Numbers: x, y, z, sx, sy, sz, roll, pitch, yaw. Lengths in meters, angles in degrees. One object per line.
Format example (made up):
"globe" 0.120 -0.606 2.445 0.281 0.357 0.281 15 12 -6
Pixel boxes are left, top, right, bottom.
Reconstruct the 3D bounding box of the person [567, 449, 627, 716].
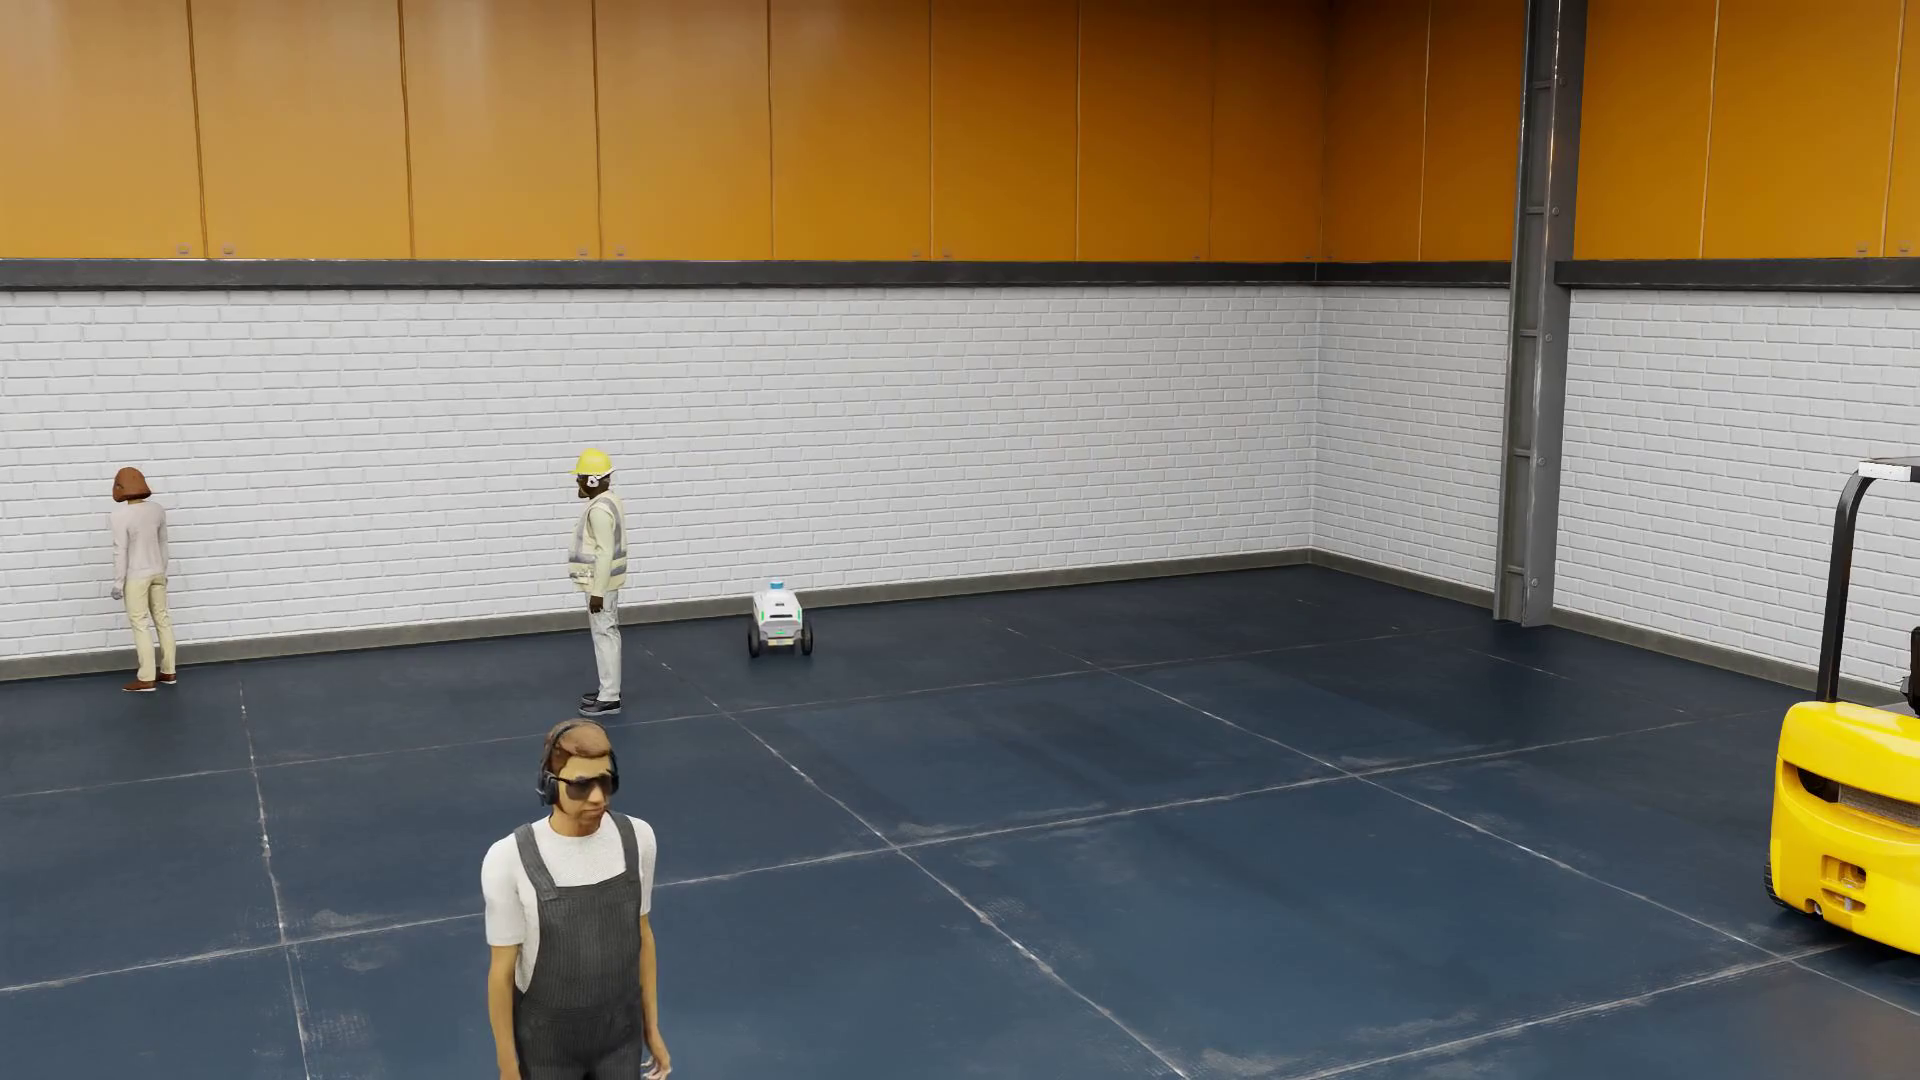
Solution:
"person" -2.490 0.284 11.446 0.404 1.831 0.600 -1 9 -8

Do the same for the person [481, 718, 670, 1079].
"person" -1.036 1.387 4.573 0.505 1.846 0.346 -8 12 -39

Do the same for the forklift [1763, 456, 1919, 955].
"forklift" 4.857 0.731 7.561 2.313 2.155 1.214 -4 10 -25

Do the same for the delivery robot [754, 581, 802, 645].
"delivery robot" -1.465 0.570 13.336 0.477 0.478 0.707 -2 9 -11

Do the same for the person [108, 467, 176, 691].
"person" -5.948 0.284 12.072 0.287 1.631 0.501 3 10 17
